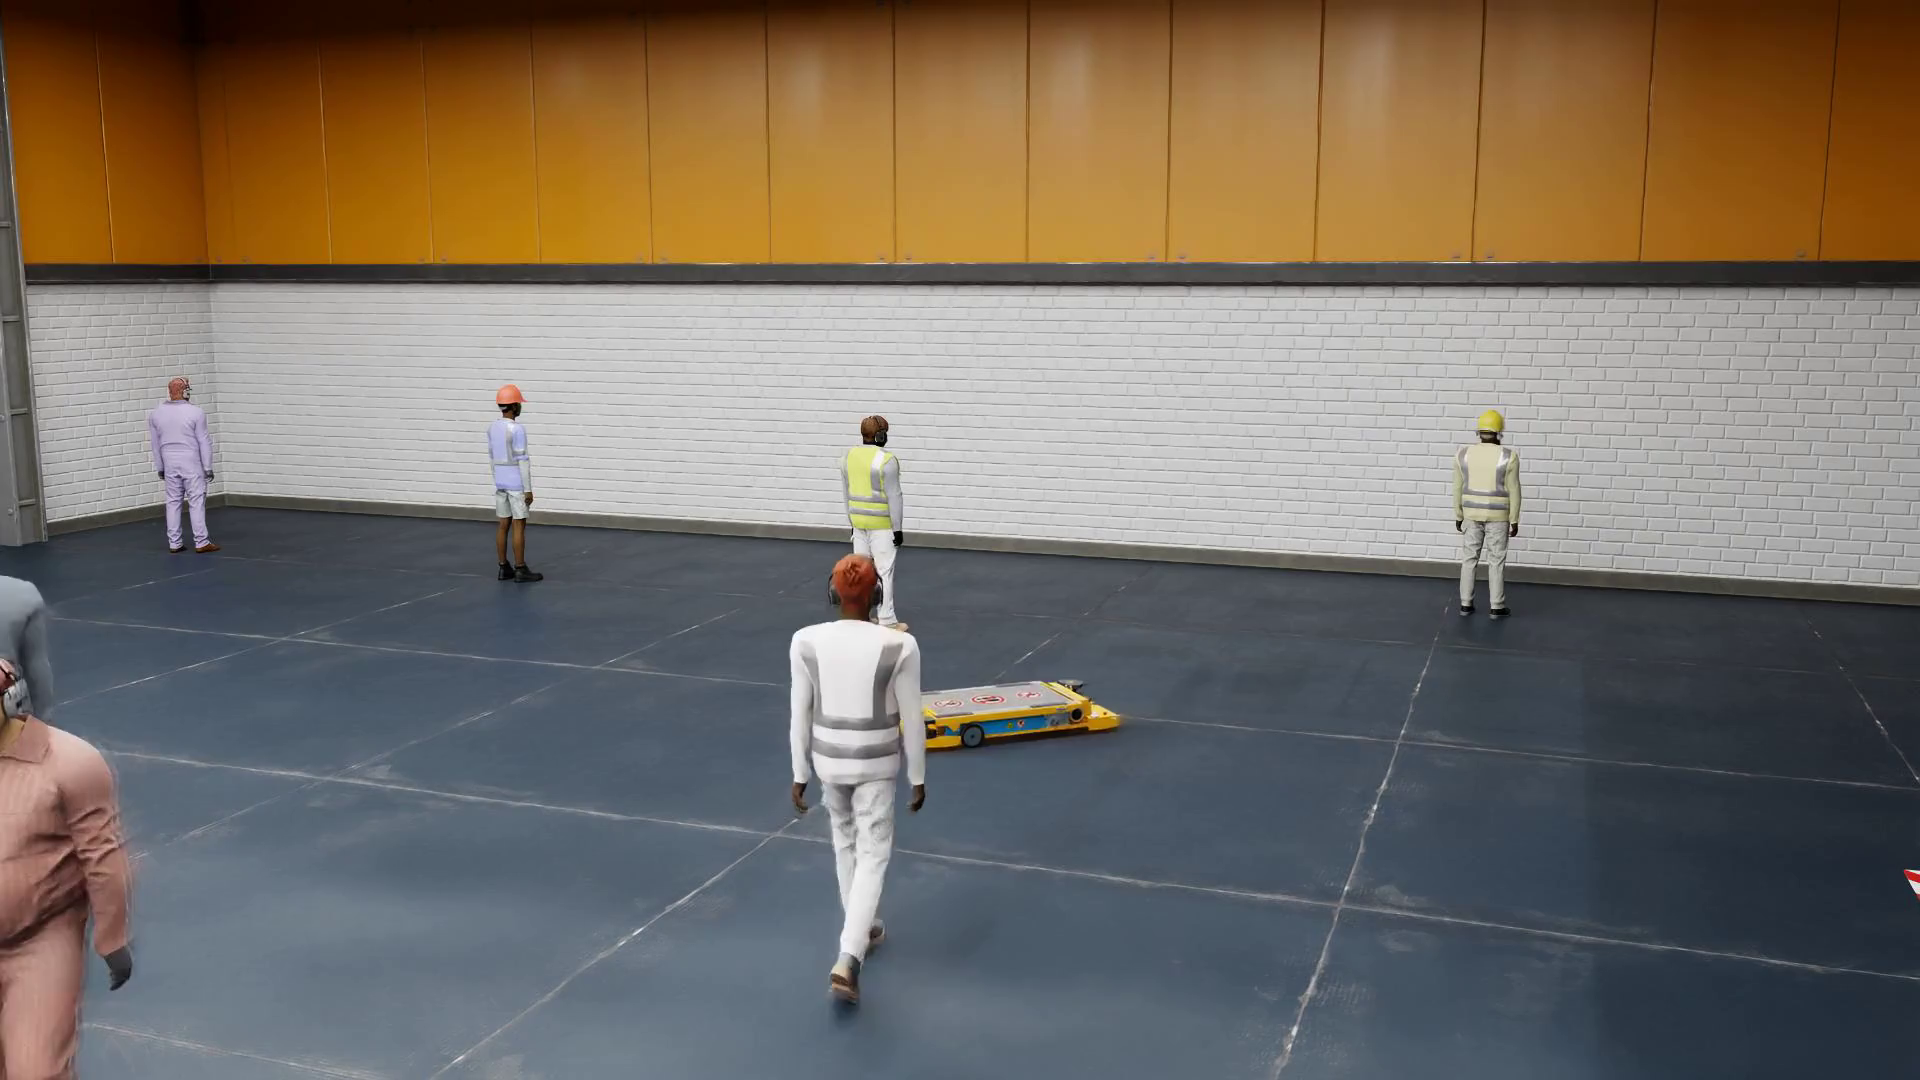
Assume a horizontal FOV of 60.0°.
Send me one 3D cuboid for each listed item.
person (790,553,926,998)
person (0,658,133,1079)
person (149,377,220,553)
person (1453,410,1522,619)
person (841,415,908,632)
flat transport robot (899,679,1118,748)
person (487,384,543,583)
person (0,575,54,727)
[{"bbox_3d":[-0.447,0.982,7.075,0.582,1.855,0.892,2,9,12],"label":"person"},{"bbox_3d":[-2.966,1.272,5.129,0.681,1.889,0.542,0,9,-1],"label":"person"},{"bbox_3d":[-8.362,-0.802,17.961,0.651,1.907,0.409,1,9,6],"label":"person"},{"bbox_3d":[4.631,-0.224,14.606,0.592,1.833,0.404,6,11,35],"label":"person"},{"bbox_3d":[-0.705,-0.127,13.975,0.627,1.844,0.429,8,12,40],"label":"person"},{"bbox_3d":[0.258,1.136,10.994,1.431,0.197,0.652,-4,10,-22],"label":"flat transport robot"},{"bbox_3d":[-4.372,-0.549,16.283,0.545,1.942,0.350,7,12,38],"label":"person"},{"bbox_3d":[-4.516,0.851,7.652,0.637,1.921,0.610,-6,11,-33],"label":"person"}]
